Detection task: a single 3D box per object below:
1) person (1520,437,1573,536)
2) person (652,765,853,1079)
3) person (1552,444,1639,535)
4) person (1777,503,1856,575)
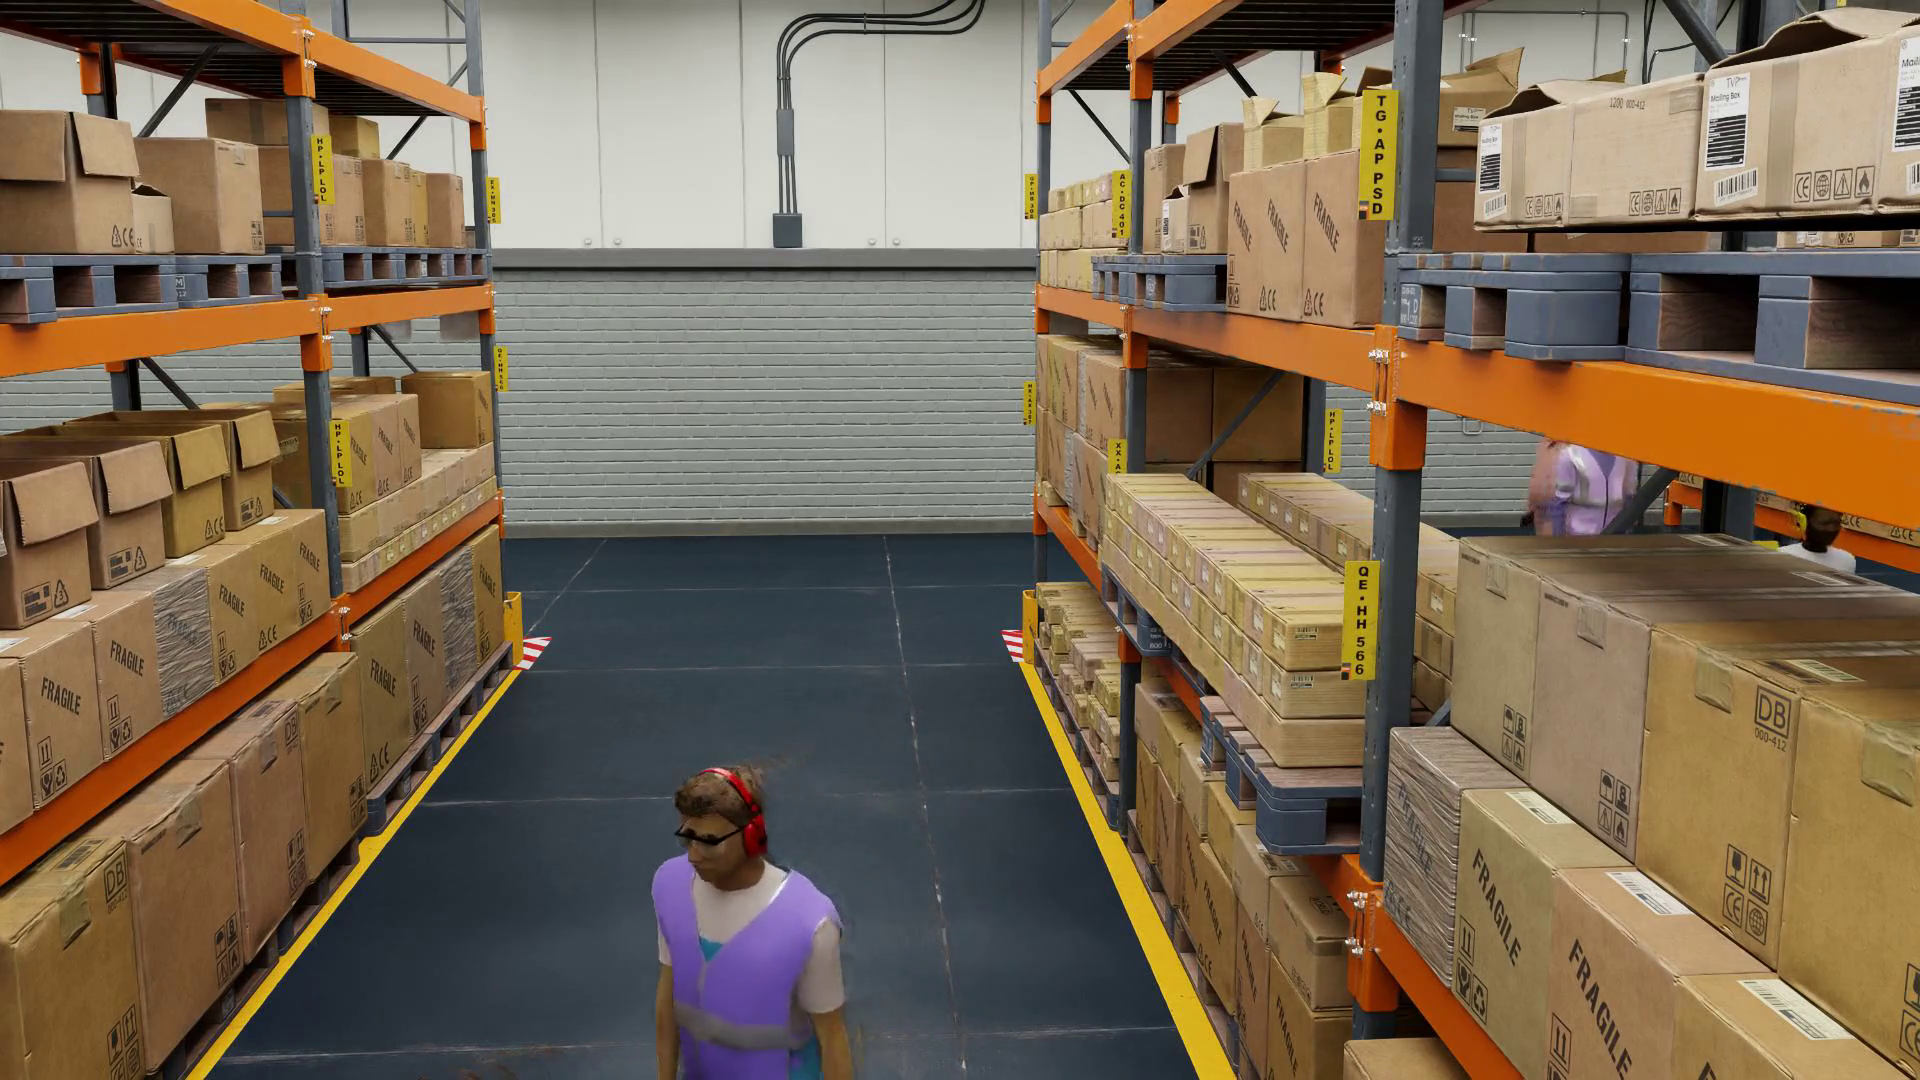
[{"bbox_3d":[4.843,-0.203,13.590,0.441,1.892,0.647,-1,10,-8],"label":"person"},{"bbox_3d":[-0.491,1.418,4.316,0.588,1.807,0.850,7,12,36],"label":"person"},{"bbox_3d":[4.708,-0.069,12.367,0.631,2.028,0.520,0,10,-3],"label":"person"},{"bbox_3d":[4.470,0.645,8.816,0.526,1.816,0.965,1,10,4],"label":"person"}]
